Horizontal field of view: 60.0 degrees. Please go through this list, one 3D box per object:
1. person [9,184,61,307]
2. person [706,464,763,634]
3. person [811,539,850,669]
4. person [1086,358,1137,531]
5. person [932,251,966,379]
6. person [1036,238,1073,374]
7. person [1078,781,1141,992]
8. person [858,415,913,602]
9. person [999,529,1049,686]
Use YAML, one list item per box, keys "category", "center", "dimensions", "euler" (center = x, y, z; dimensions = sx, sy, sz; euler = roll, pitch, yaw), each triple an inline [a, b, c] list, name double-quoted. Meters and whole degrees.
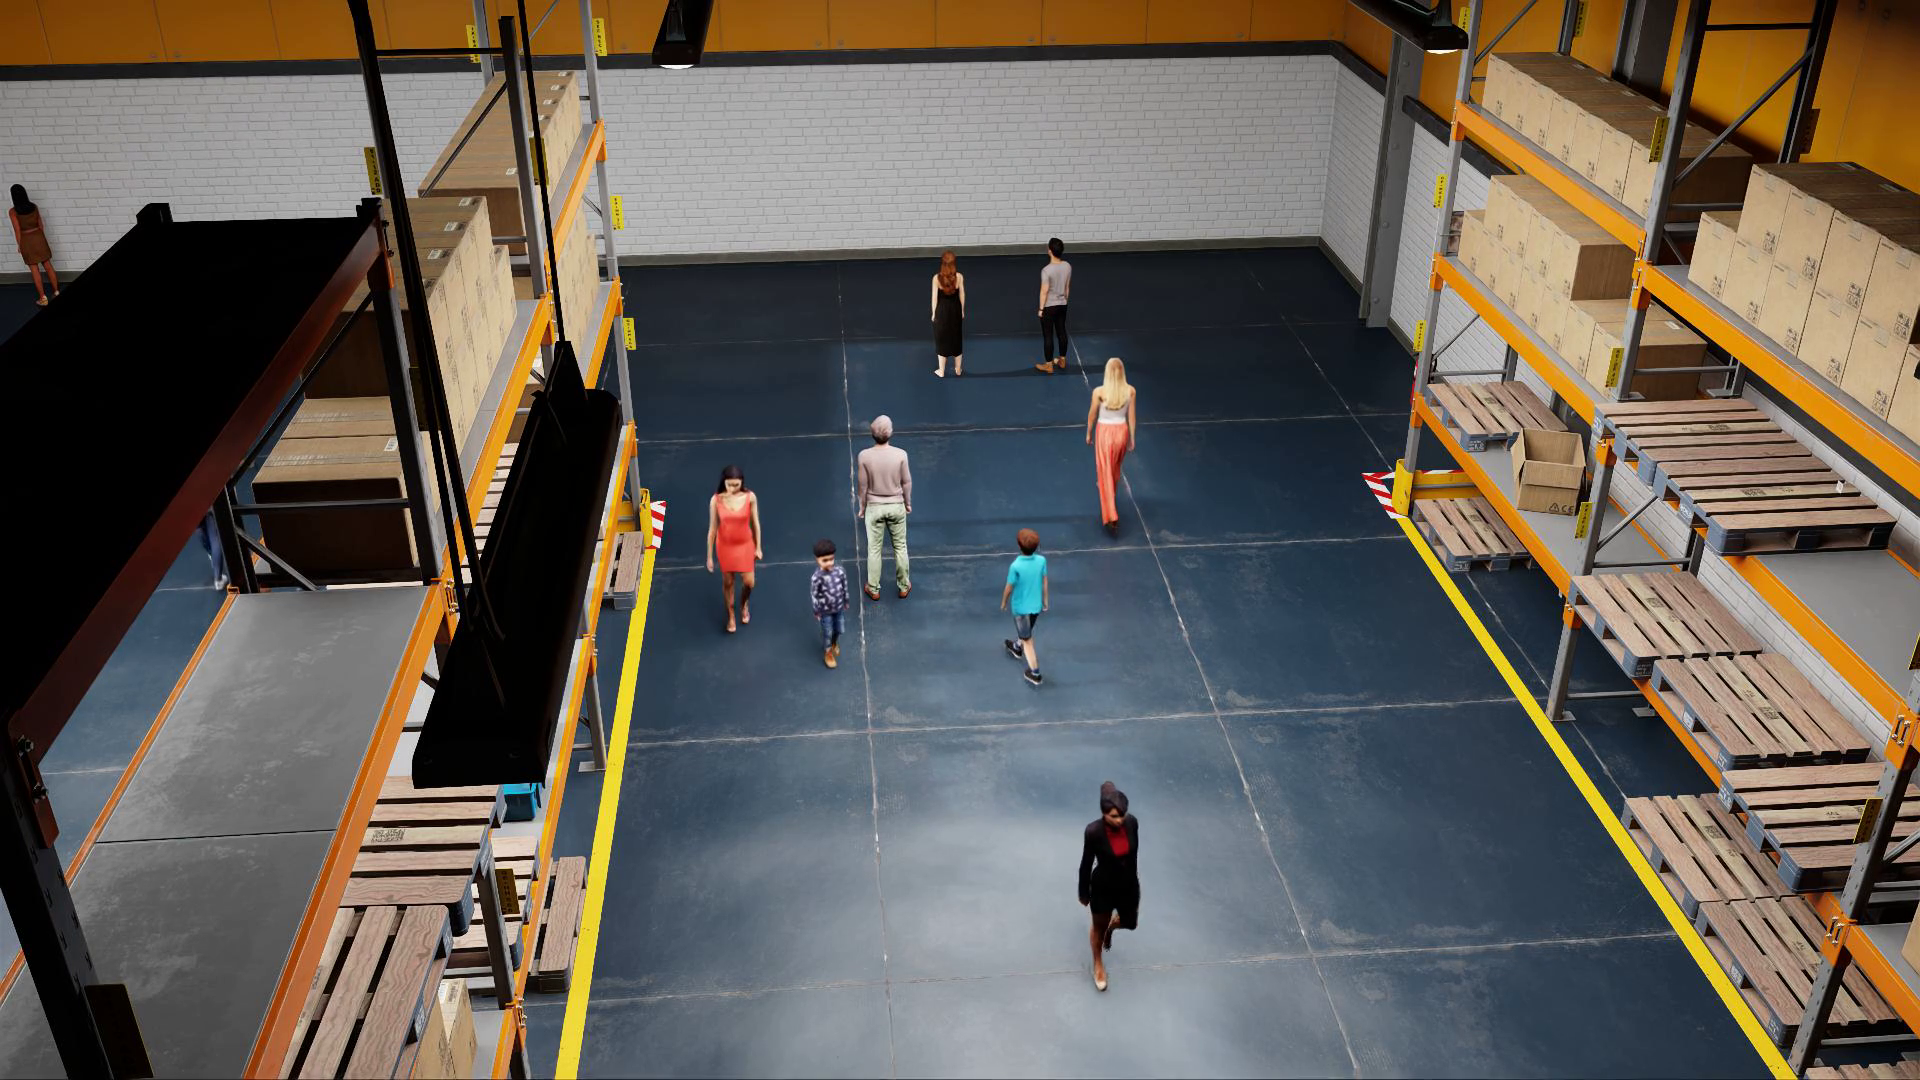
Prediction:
- category: "person"
  center: [-12.682, -4.045, 22.756]
  dimensions: [0.700, 1.690, 0.610]
  euler: [15, 32, 26]
- category: "person"
  center: [-2.058, 0.032, 15.264]
  dimensions: [0.669, 1.708, 0.617]
  euler: [-3, 29, -5]
- category: "person"
  center: [-1.179, 0.539, 14.821]
  dimensions: [0.598, 1.241, 0.653]
  euler: [-14, 32, -24]
- category: "person"
  center: [1.557, -0.946, 17.019]
  dimensions: [0.655, 1.744, 1.293]
  euler: [-3, 29, -6]
- category: "person"
  center: [-0.142, -2.791, 20.525]
  dimensions: [0.596, 1.625, 0.607]
  euler: [-7, 29, -12]
- category: "person"
  center: [1.173, -2.929, 20.674]
  dimensions: [0.688, 1.724, 0.695]
  euler: [-18, 34, -30]
- category: "person"
  center: [0.986, 2.302, 11.182]
  dimensions: [0.672, 1.630, 0.756]
  euler: [-10, 30, -17]
- category: "person"
  center: [-0.706, -0.293, 15.684]
  dimensions: [0.664, 1.876, 0.596]
  euler: [-4, 29, -6]
- category: "person"
  center: [0.614, 0.597, 14.535]
  dimensions: [0.788, 1.413, 1.010]
  euler: [-15, 32, -26]
